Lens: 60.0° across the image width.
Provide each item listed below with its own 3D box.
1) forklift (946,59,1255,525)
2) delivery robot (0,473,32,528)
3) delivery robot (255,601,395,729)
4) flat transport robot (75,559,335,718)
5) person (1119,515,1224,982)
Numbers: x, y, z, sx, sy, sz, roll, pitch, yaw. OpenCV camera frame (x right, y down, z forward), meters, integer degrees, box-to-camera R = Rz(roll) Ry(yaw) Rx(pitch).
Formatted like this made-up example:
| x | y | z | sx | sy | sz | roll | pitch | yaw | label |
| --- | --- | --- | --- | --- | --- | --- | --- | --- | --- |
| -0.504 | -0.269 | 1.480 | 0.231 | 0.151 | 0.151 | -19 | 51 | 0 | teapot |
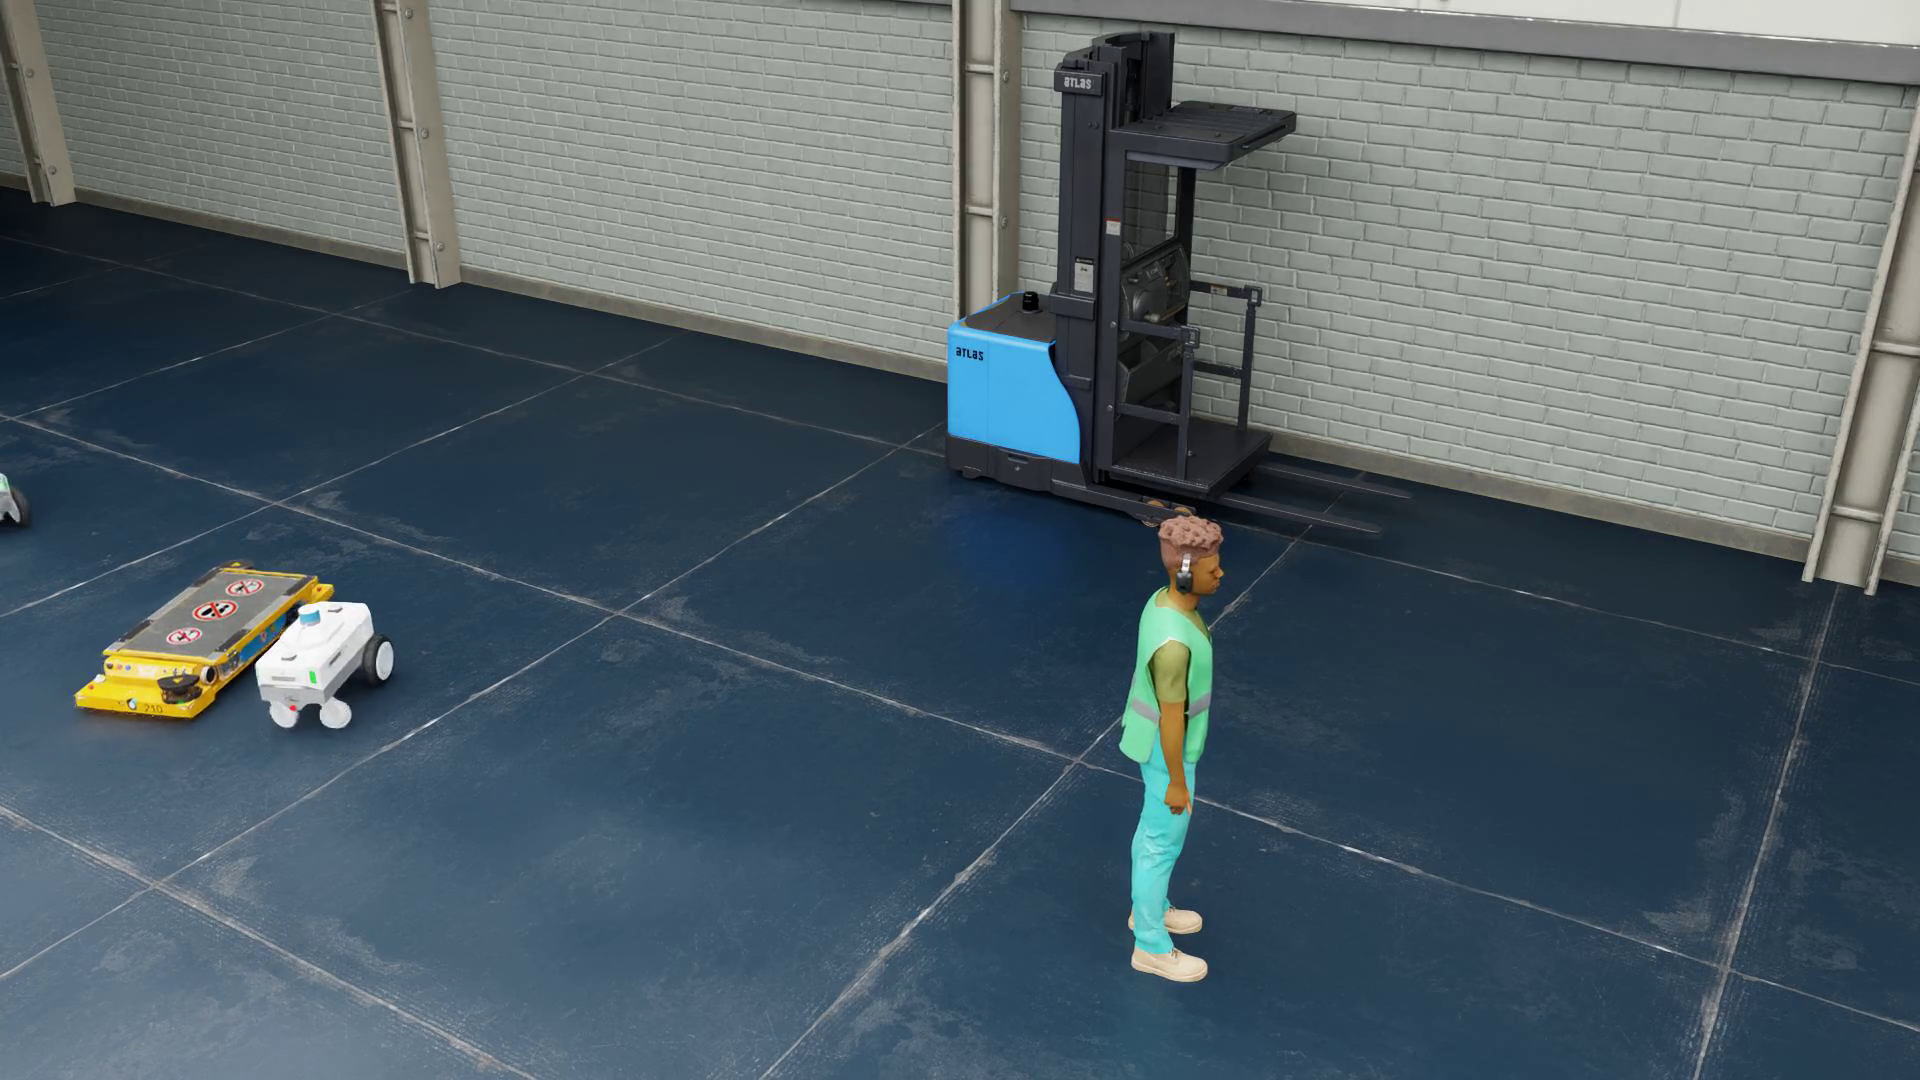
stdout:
| x | y | z | sx | sy | sz | roll | pitch | yaw | label |
| --- | --- | --- | --- | --- | --- | --- | --- | --- | --- |
| 0.933 | -1.707 | 10.833 | 1.873 | 2.768 | 1.129 | 15 | 29 | 28 | forklift |
| -6.335 | -0.297 | 10.574 | 0.815 | 0.614 | 0.499 | 18 | 31 | 34 | delivery robot |
| -3.312 | 0.613 | 8.645 | 0.517 | 0.609 | 0.781 | 3 | 25 | 6 | delivery robot |
| -4.120 | 0.521 | 9.156 | 0.659 | 0.231 | 1.431 | 5 | 26 | 9 | flat transport robot |
| 0.826 | 0.816 | 6.538 | 0.399 | 1.978 | 0.489 | 2 | 25 | 5 | person |
